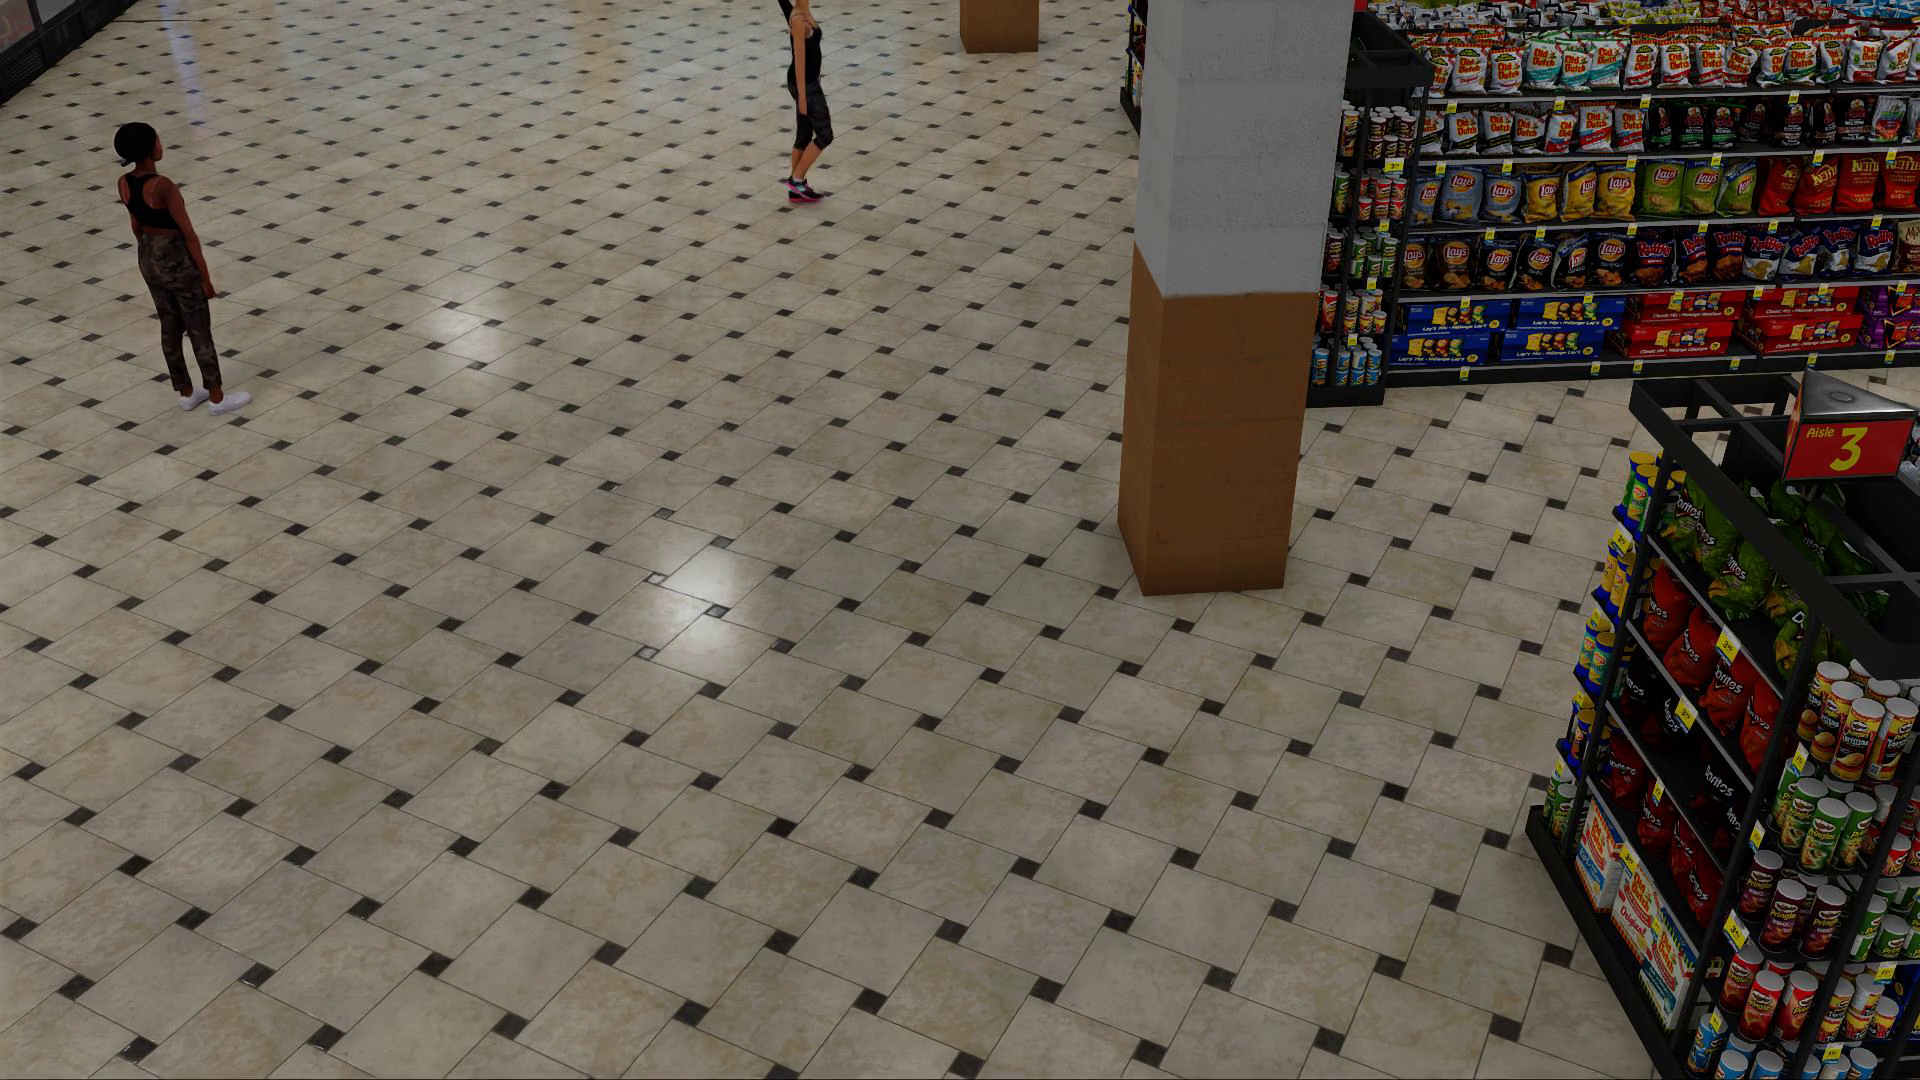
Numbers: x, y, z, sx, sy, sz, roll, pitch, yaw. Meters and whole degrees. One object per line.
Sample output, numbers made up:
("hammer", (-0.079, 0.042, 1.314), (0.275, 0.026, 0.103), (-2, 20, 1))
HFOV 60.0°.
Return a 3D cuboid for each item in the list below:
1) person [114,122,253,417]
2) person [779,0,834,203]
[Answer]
("person", (-4.397, -1.502, 9.280), (0.605, 1.701, 0.714), (11, 34, 17))
("person", (-1.223, -3.282, 12.126), (0.593, 1.716, 0.587), (-1, 32, -2))
